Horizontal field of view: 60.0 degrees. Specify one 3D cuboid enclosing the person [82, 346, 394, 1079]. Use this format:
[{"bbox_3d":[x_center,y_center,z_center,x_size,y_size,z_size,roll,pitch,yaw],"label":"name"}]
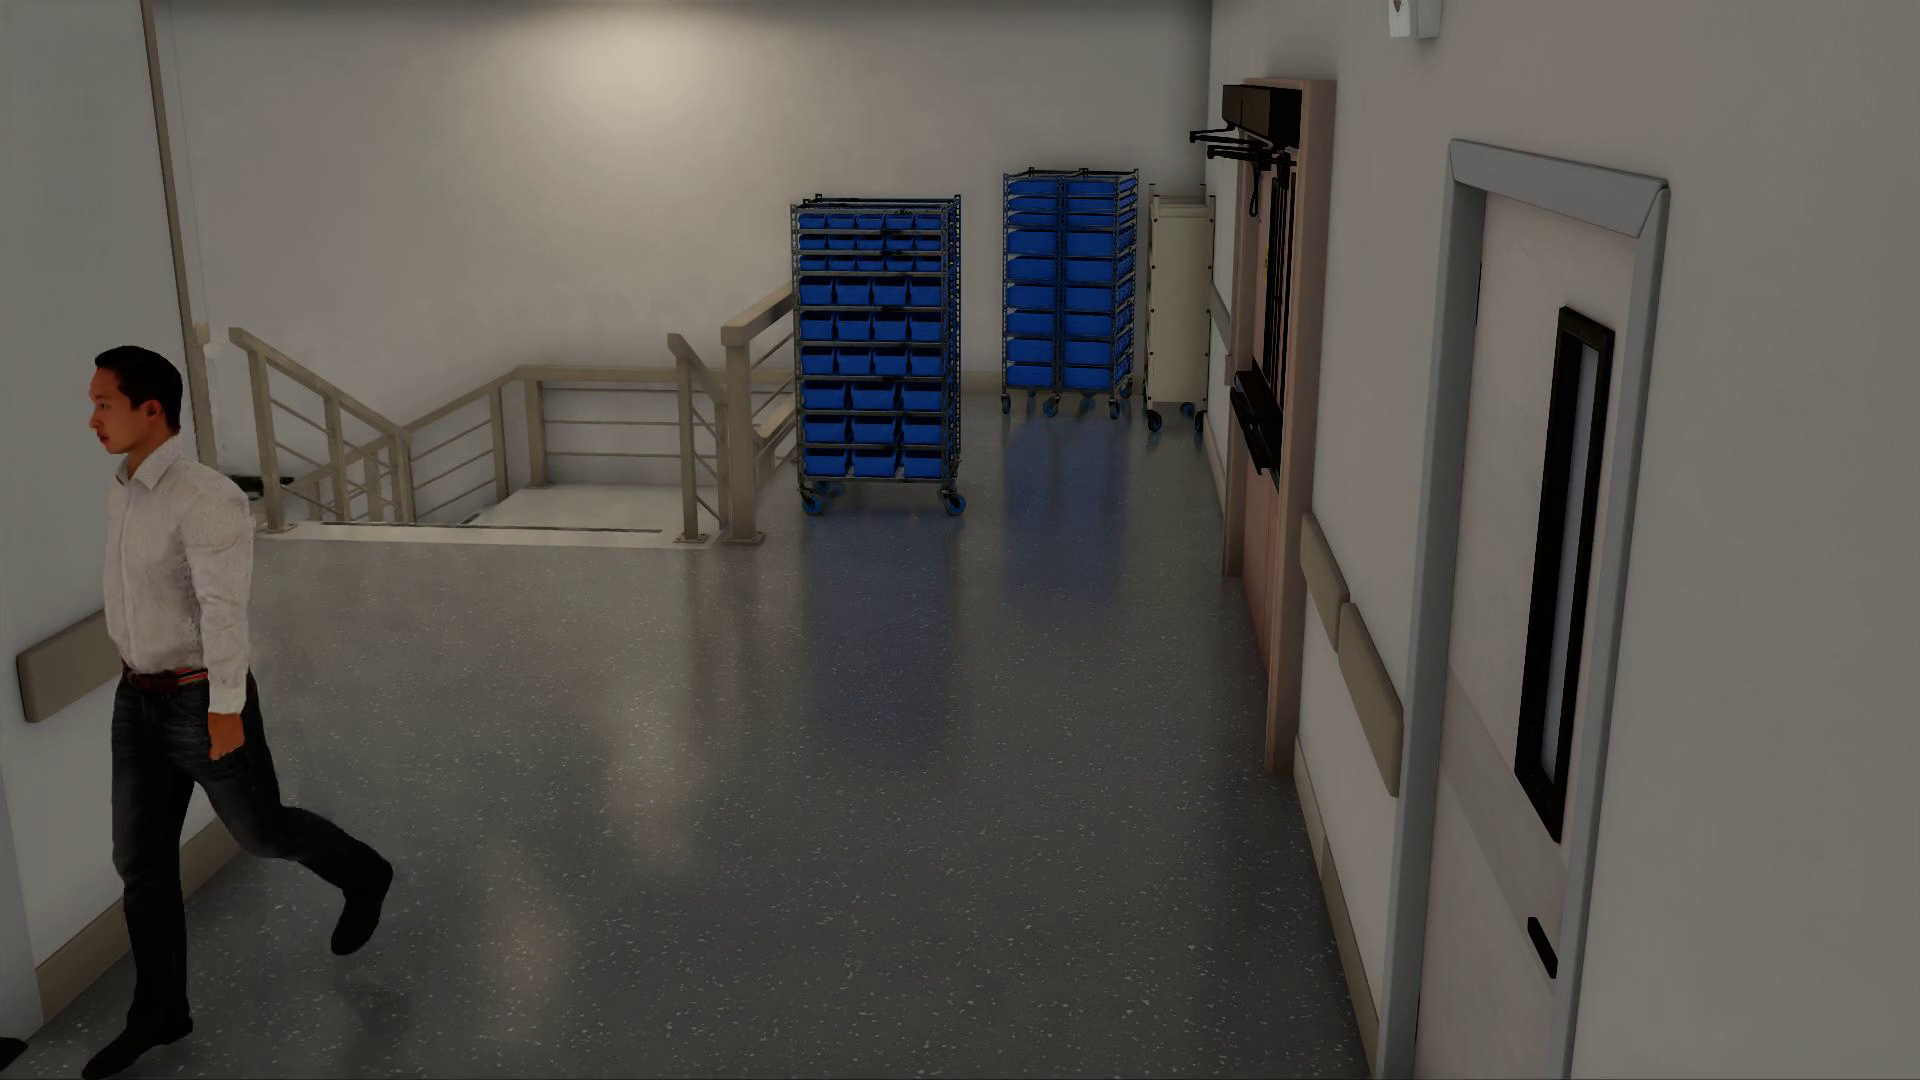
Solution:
[{"bbox_3d":[-1.879,0.400,4.292,1.006,1.779,1.262,9,18,28],"label":"person"}]
